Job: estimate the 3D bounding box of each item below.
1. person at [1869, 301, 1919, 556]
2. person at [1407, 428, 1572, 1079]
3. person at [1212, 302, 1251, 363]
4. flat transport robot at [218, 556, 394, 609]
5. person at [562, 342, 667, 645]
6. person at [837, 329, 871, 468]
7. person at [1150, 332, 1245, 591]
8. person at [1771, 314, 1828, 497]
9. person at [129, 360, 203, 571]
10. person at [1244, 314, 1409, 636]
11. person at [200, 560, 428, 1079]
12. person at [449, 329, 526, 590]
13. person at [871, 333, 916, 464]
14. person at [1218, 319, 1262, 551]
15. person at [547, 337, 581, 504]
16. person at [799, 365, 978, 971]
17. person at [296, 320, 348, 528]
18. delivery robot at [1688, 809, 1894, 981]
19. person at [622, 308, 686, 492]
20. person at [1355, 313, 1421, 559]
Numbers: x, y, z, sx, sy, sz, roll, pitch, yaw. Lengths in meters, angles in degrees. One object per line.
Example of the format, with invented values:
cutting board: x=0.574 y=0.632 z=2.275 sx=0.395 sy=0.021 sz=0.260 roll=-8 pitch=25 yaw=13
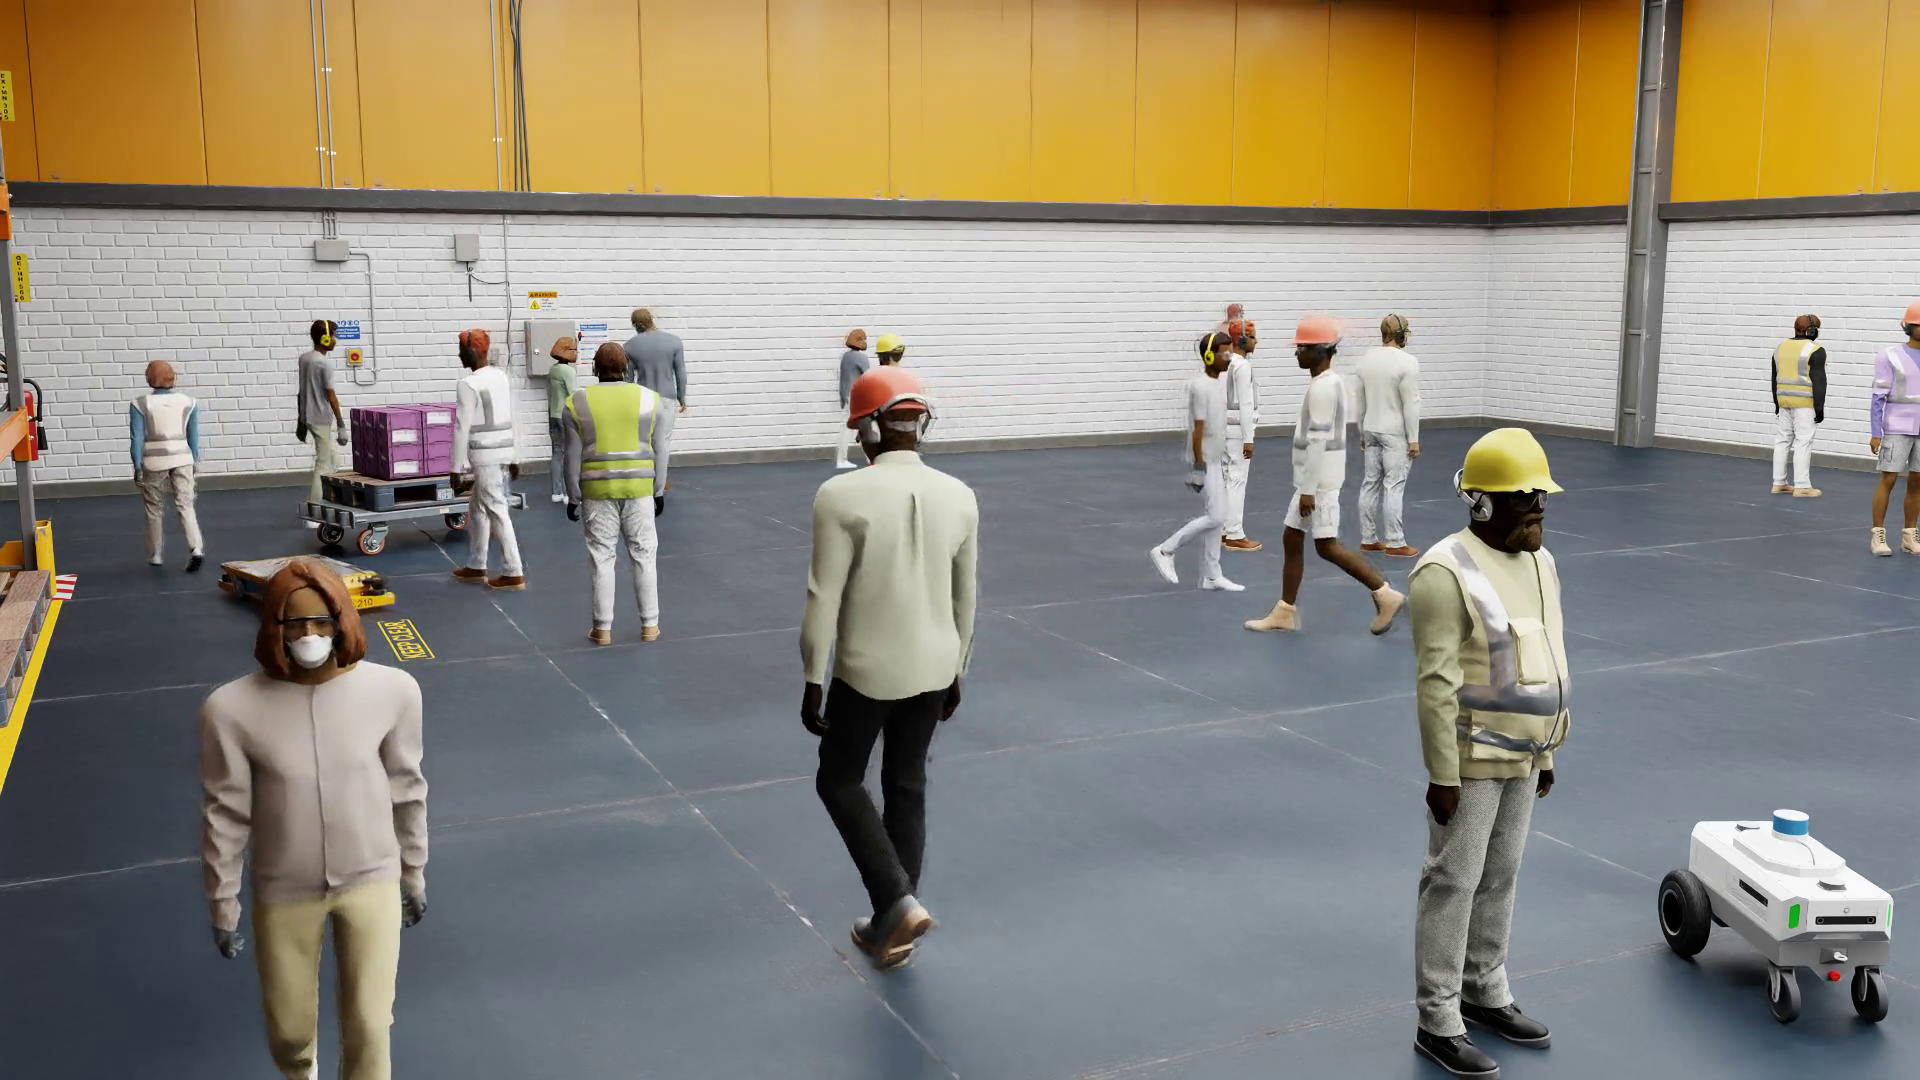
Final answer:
person: x=7.561 y=-0.875 z=13.211 sx=0.616 sy=2.040 sz=0.383 roll=0 pitch=9 yaw=1
person: x=1.516 y=0.594 z=4.740 sx=0.590 sy=1.833 sz=0.404 roll=-8 pitch=12 yaw=-42
person: x=3.378 y=-2.061 z=21.064 sx=0.646 sy=1.891 sz=0.657 roll=-5 pitch=11 yaw=-31
flat transport robot: x=-4.515 y=0.295 z=11.431 sx=0.652 sy=0.197 sz=1.431 roll=-9 pitch=12 yaw=-43
person: x=-2.099 y=-0.281 z=10.150 sx=0.622 sy=1.844 sz=0.430 roll=-3 pitch=10 yaw=-17
person: x=-1.115 y=-1.636 z=19.296 sx=0.799 sy=1.599 sz=0.503 roll=-5 pitch=10 yaw=-28
person: x=1.720 y=-0.546 z=11.789 sx=0.567 sy=1.849 sz=0.512 roll=4 pitch=10 yaw=21
person: x=8.512 y=-1.360 z=16.839 sx=0.429 sy=1.842 sz=0.636 roll=-3 pitch=10 yaw=-17
person: x=-6.016 y=-0.566 z=12.638 sx=0.512 sy=1.606 sz=0.799 roll=-8 pitch=12 yaw=-39
person: x=2.289 y=-0.381 z=10.252 sx=0.940 sy=2.017 sz=0.614 roll=2 pitch=9 yaw=11
person: x=-1.549 y=0.822 z=4.026 sx=0.506 sy=1.610 sz=0.686 roll=-5 pitch=10 yaw=-26
person: x=-3.455 y=-0.565 z=11.837 sx=0.810 sy=1.856 sz=0.601 roll=3 pitch=10 yaw=16
person: x=-0.577 y=-0.840 z=13.884 sx=0.359 sy=1.764 sz=0.540 roll=8 pitch=12 yaw=41
person: x=2.263 y=-0.855 z=13.571 sx=0.342 sy=1.882 sz=0.587 roll=-2 pitch=9 yaw=-11
person: x=-3.862 y=-1.170 z=16.304 sx=0.271 sy=1.631 sz=0.507 roll=-8 pitch=12 yaw=-39
person: x=-0.217 y=0.428 z=5.365 sx=0.657 sy=1.964 sz=0.582 roll=-6 pitch=11 yaw=-32
person: x=-5.611 y=-1.026 z=14.751 sx=0.538 sy=1.842 sz=0.572 roll=8 pitch=12 yaw=42
delivery robot: x=2.616 y=1.100 z=5.268 sx=0.477 sy=0.478 sz=0.707 roll=0 pitch=9 yaw=-1
person: x=-3.144 y=-1.422 z=17.094 sx=0.663 sy=1.904 sz=0.360 roll=-1 pitch=9 yaw=-4
person: x=3.398 y=-0.822 z=13.202 sx=0.375 sy=1.940 sz=0.627 roll=-5 pitch=11 yaw=-30
